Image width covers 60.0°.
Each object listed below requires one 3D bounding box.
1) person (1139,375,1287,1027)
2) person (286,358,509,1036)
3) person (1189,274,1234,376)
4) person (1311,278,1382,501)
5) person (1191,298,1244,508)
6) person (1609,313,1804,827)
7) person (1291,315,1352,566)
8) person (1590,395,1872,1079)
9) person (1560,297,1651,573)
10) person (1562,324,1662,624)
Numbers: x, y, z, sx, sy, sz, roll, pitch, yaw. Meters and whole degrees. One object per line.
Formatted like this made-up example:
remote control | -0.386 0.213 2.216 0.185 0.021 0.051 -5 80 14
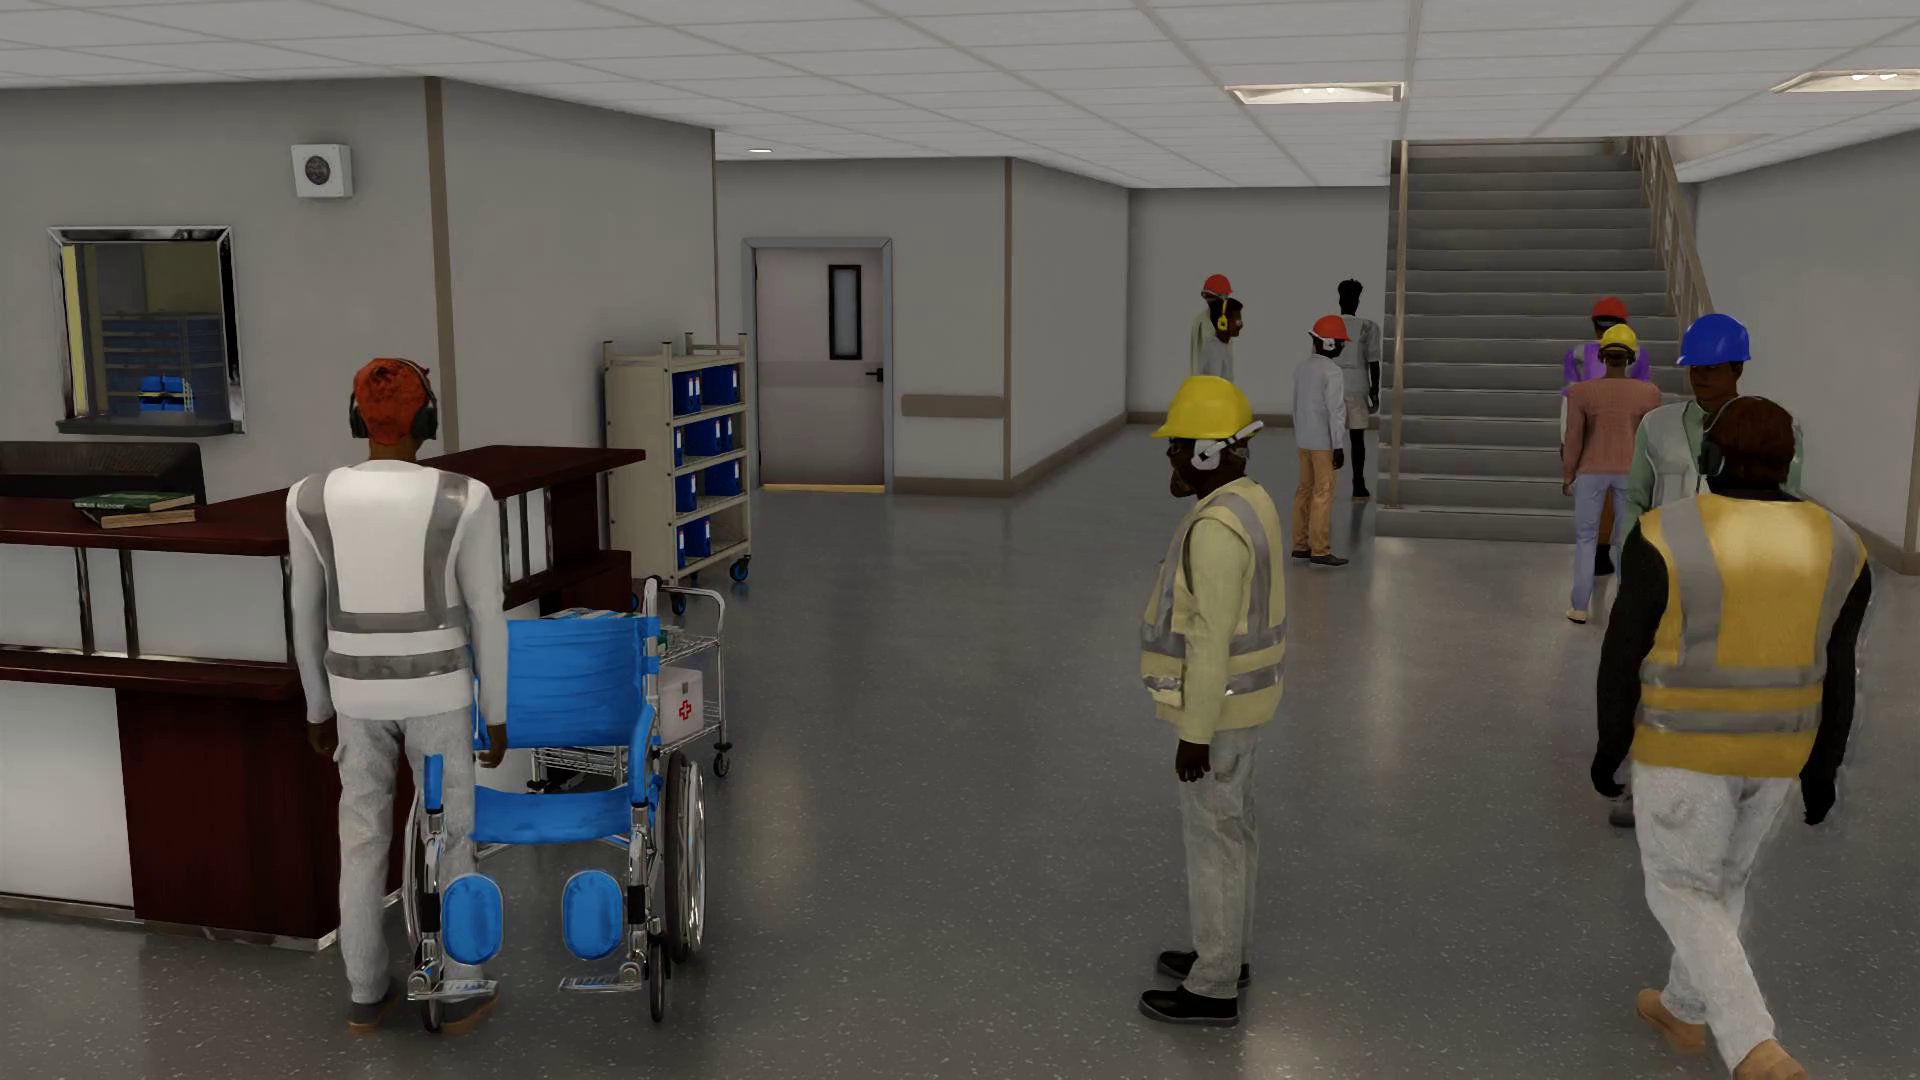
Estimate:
person | 0.712 0.450 4.715 0.403 1.826 0.597 3 10 17
person | -1.533 0.441 4.583 0.586 1.883 0.339 0 10 -1
person | 2.306 -1.402 15.097 0.382 1.994 0.623 -3 10 -19
person | 3.419 -1.327 14.749 0.613 1.961 0.368 4 10 22
person | 1.839 -0.812 12.076 0.397 1.858 0.559 1 10 6
person | 2.732 0.146 6.125 0.614 1.945 0.401 9 13 41
person | 2.551 -0.698 11.673 0.343 1.747 0.572 -3 10 -18
person | 1.958 0.546 4.197 0.613 1.811 0.835 -1 10 -6
person | 4.470 -0.733 11.537 0.579 1.879 0.934 5 11 29
person | 3.803 -0.376 9.739 0.532 1.768 0.311 3 10 16
